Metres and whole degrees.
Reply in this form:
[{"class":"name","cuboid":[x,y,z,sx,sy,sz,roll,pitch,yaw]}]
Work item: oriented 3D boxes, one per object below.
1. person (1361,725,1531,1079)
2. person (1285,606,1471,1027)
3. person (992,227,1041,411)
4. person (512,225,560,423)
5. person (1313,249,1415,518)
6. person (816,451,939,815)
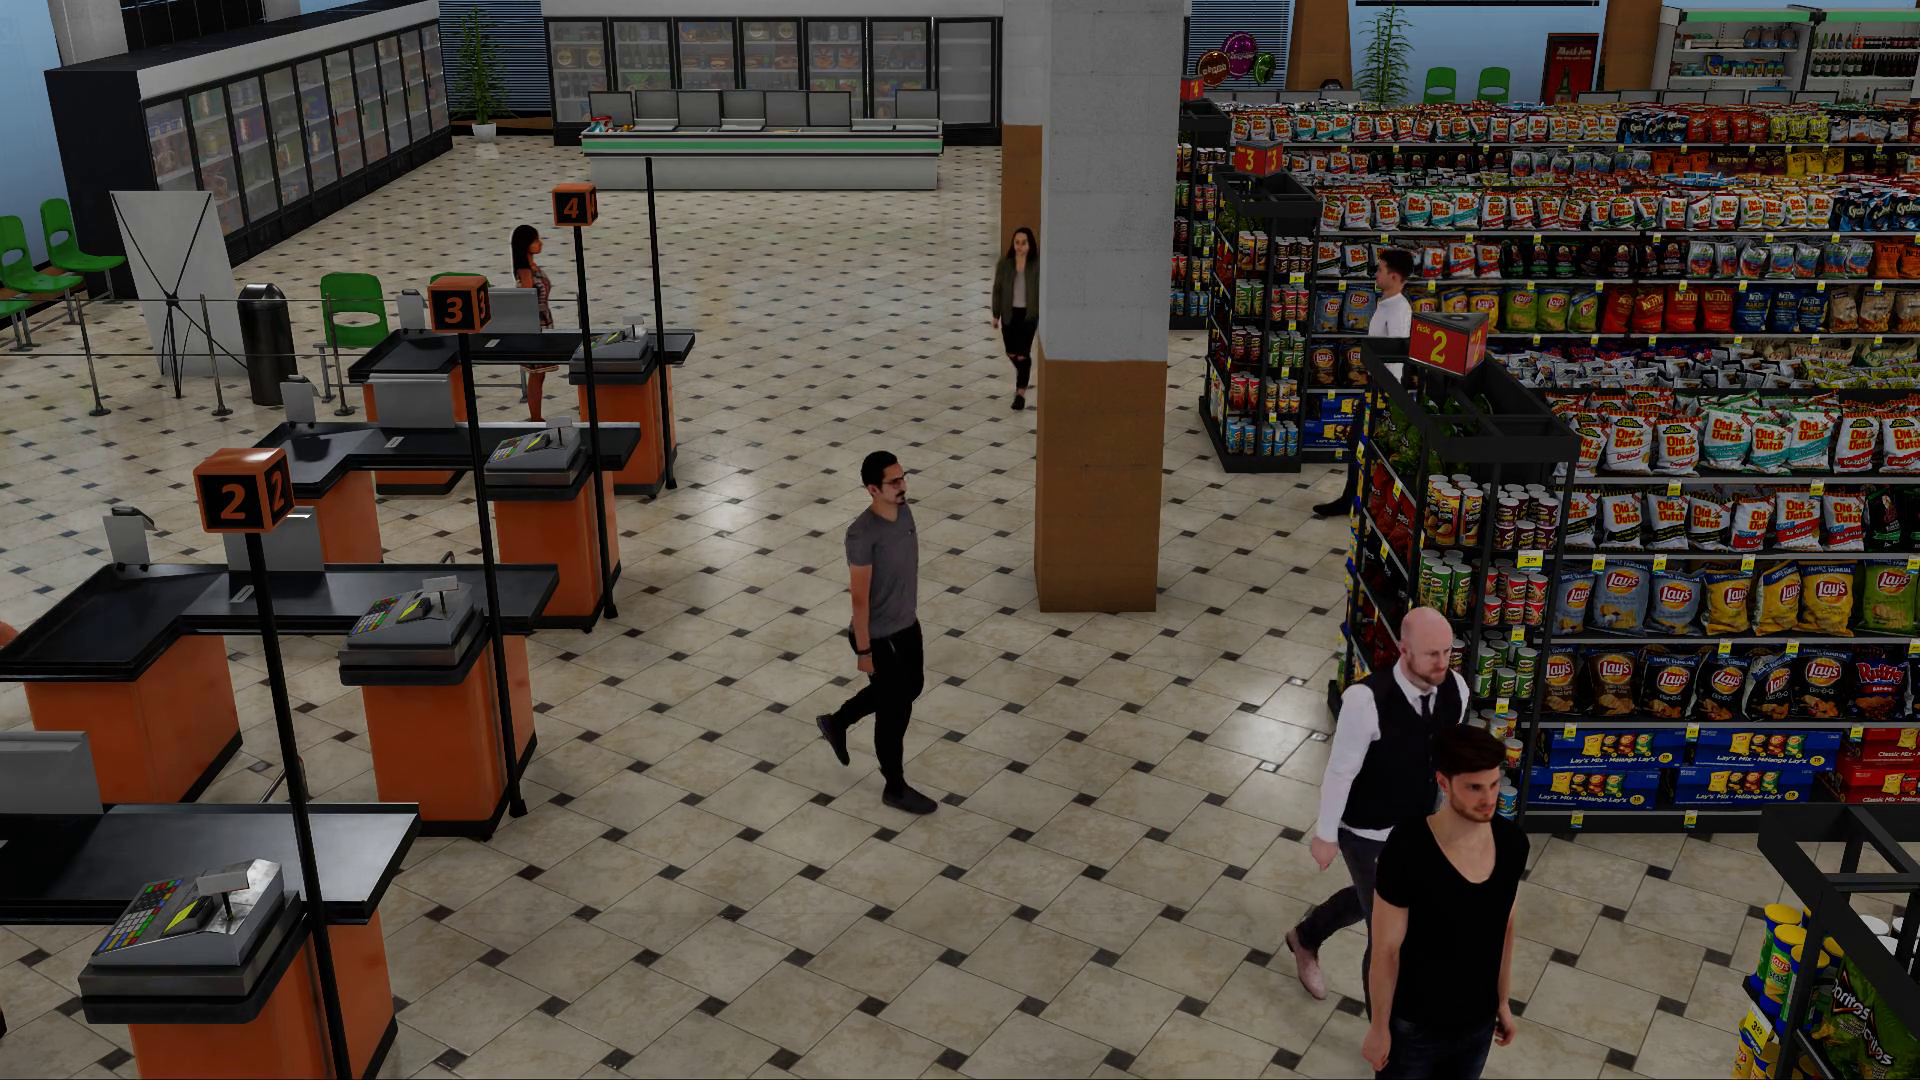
[{"class":"person","cuboid":[1.429,1.400,5.012,0.643,1.897,0.801,-8,23,-19]},{"class":"person","cuboid":[1.502,1.036,6.069,1.187,1.784,1.143,-12,25,-28]},{"class":"person","cuboid":[0.499,-1.840,13.672,0.972,1.452,0.813,6,23,15]},{"class":"person","cuboid":[-3.294,-1.618,12.860,0.604,1.645,0.695,-5,22,-12]},{"class":"person","cuboid":[2.922,-1.001,11.063,1.210,1.841,0.848,6,23,16]},{"class":"person","cuboid":[-0.407,0.403,7.703,1.024,1.740,0.835,9,24,21]}]
